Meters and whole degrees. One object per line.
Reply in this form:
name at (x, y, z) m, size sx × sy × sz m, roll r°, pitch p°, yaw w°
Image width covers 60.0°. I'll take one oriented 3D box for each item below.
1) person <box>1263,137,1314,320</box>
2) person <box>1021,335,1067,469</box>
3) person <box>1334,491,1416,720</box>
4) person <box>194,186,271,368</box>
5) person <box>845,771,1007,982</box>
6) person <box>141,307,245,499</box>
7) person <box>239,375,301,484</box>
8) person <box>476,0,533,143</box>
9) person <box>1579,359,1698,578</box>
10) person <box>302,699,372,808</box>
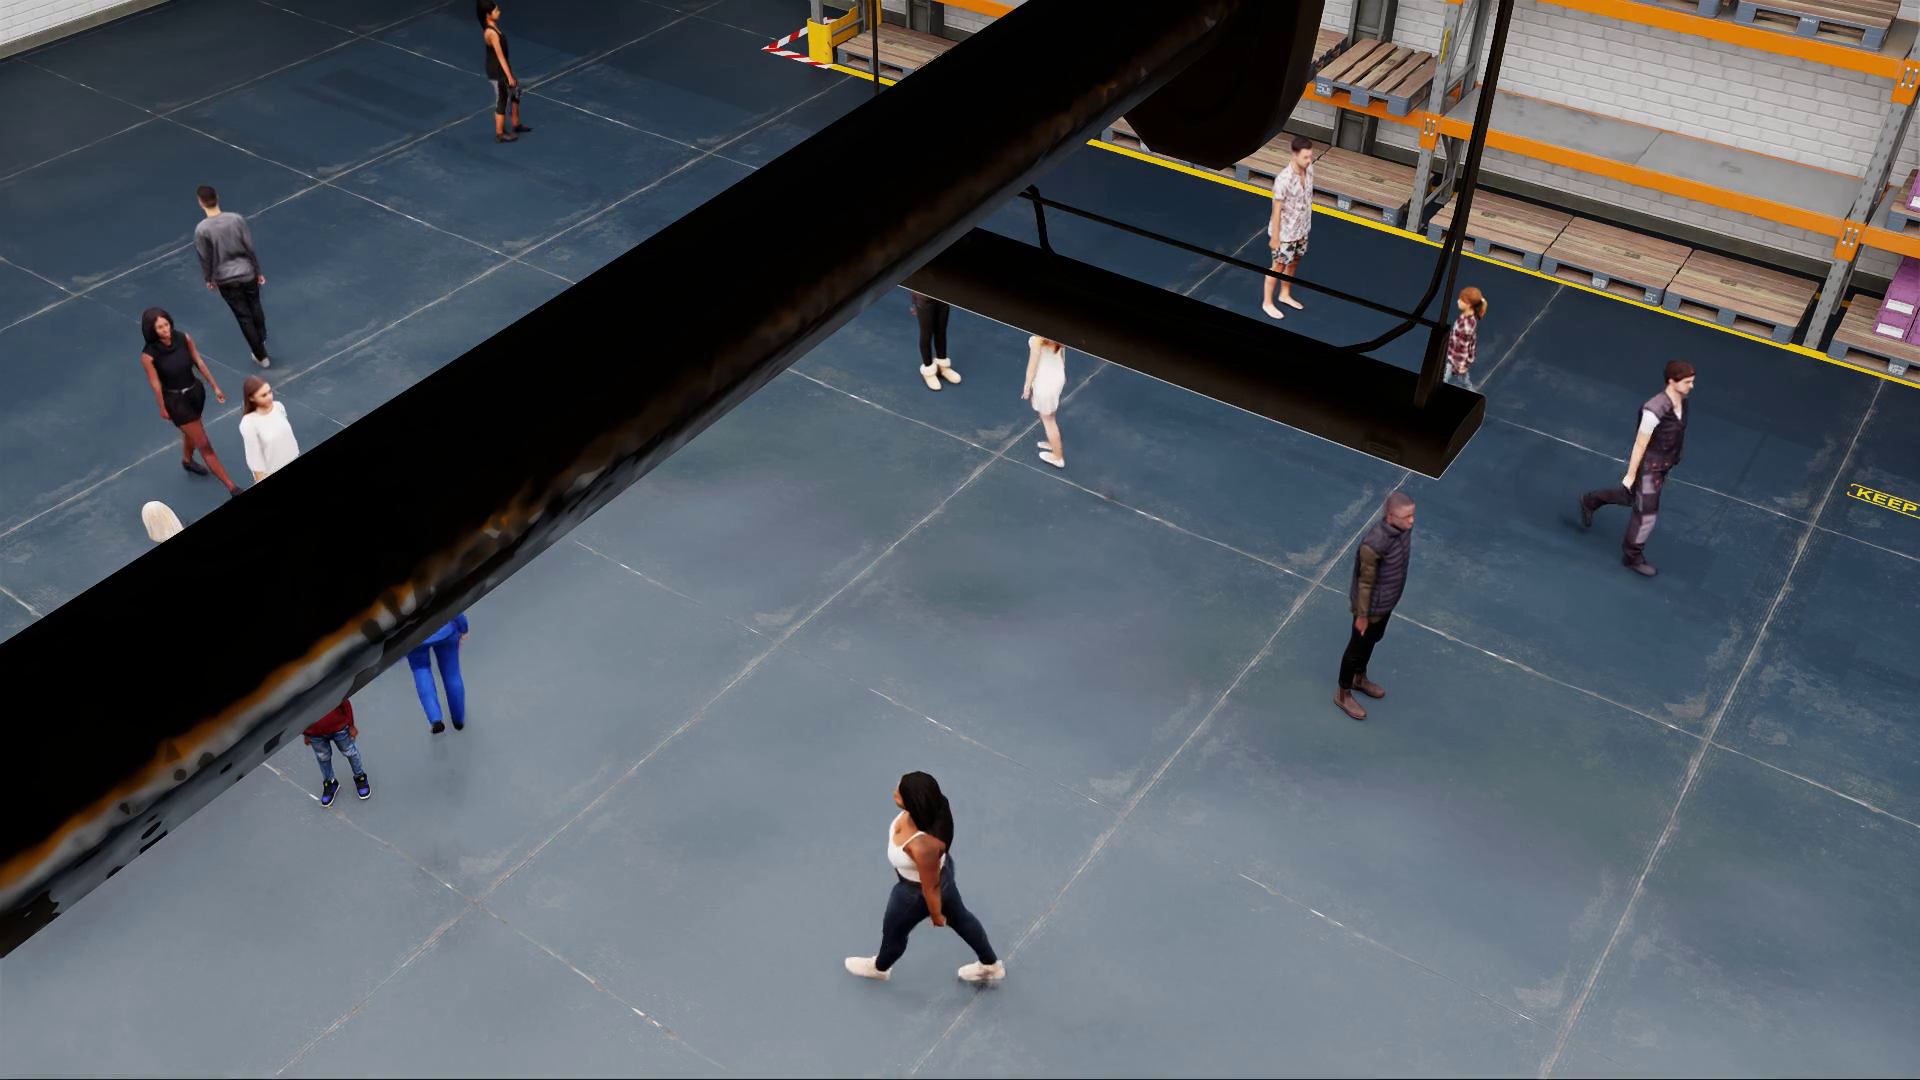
person at (3.102, -2.980, 15.713) m, size 0.715 × 1.811 × 0.645 m, roll -31°, pitch 48°, yaw -33°
person at (0.792, -1.270, 13.671) m, size 0.616 × 1.687 × 0.585 m, roll 28°, pitch 46°, yaw 30°
person at (2.857, 0.413, 11.443) m, size 0.590 × 1.838 × 0.712 m, roll 28°, pitch 46°, yaw 31°
person at (-6.494, -2.339, 14.960) m, size 0.789 × 1.748 × 0.957 m, roll -25°, pitch 45°, yaw -28°
person at (-0.092, 1.985, 9.533) m, size 1.279 × 1.764 × 0.965 m, roll 7°, pitch 39°, yaw 8°
person at (-6.331, -1.125, 13.495) m, size 1.190 × 1.681 × 0.694 m, roll 19°, pitch 42°, yaw 22°
person at (-5.297, -0.536, 12.758) m, size 0.772 × 1.680 × 0.701 m, roll 13°, pitch 40°, yaw 16°
person at (-5.264, -5.264, 18.702) m, size 0.821 × 1.651 × 0.760 m, roll -12°, pitch 40°, yaw -14°
person at (5.206, -0.623, 12.751) m, size 0.826 × 1.824 × 1.134 m, roll -29°, pitch 47°, yaw -31°
person at (-4.156, 1.206, 10.917) m, size 0.587 × 1.256 × 0.641 m, roll -8°, pitch 39°, yaw -10°
